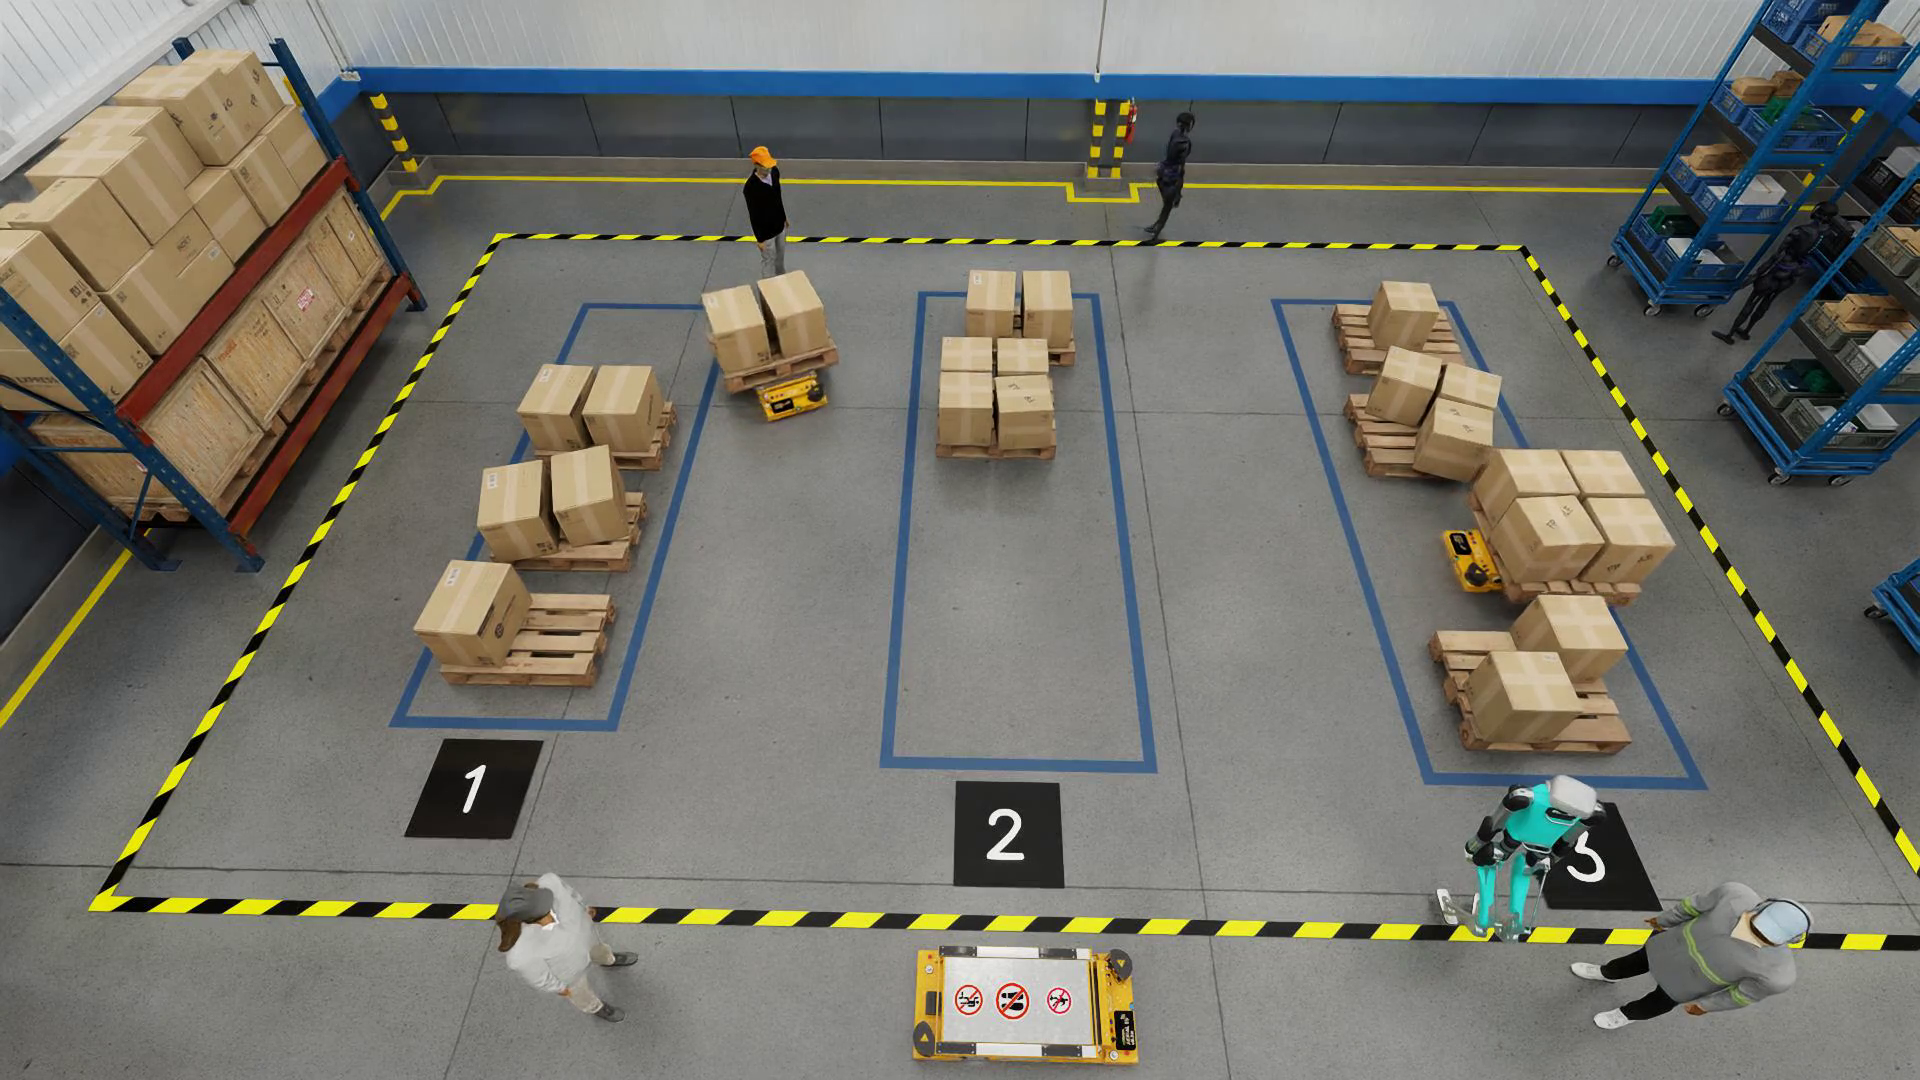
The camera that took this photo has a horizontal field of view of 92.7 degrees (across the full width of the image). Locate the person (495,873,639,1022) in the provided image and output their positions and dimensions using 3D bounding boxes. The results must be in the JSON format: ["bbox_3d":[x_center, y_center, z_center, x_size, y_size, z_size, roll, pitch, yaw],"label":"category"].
[{"bbox_3d":[-2.376,2.453,5.517,0.397,1.769,0.568,2,51,2],"label":"person"}]

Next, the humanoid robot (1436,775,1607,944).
[{"bbox_3d":[3.474,2.124,5.723,0.533,1.673,0.735,10,52,8],"label":"humanoid robot"}]

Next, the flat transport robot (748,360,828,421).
[{"bbox_3d":[-2.000,-1.902,10.019,0.652,0.197,1.431,-20,54,-15],"label":"flat transport robot"}]

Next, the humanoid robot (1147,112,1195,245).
[{"bbox_3d":[2.556,-4.365,11.134,0.355,1.640,0.587,-7,51,-6],"label":"humanoid robot"}]

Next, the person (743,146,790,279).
[{"bbox_3d":[-2.113,-3.520,10.314,0.380,1.881,0.589,20,53,15],"label":"person"}]

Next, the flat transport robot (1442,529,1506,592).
[{"bbox_3d":[5.239,0.164,8.334,1.431,0.197,0.652,1,51,1],"label":"flat transport robot"}]

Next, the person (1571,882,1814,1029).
[{"bbox_3d":[4.323,2.489,5.435,0.363,1.852,0.594,-1,51,-1],"label":"person"}]

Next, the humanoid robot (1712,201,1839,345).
[{"bbox_3d":[8.840,-2.880,9.915,0.599,1.657,0.315,-11,52,-9],"label":"humanoid robot"}]

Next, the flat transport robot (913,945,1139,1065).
[{"bbox_3d":[0.422,3.041,6.007,1.431,0.231,0.659,1,51,1],"label":"flat transport robot"}]
